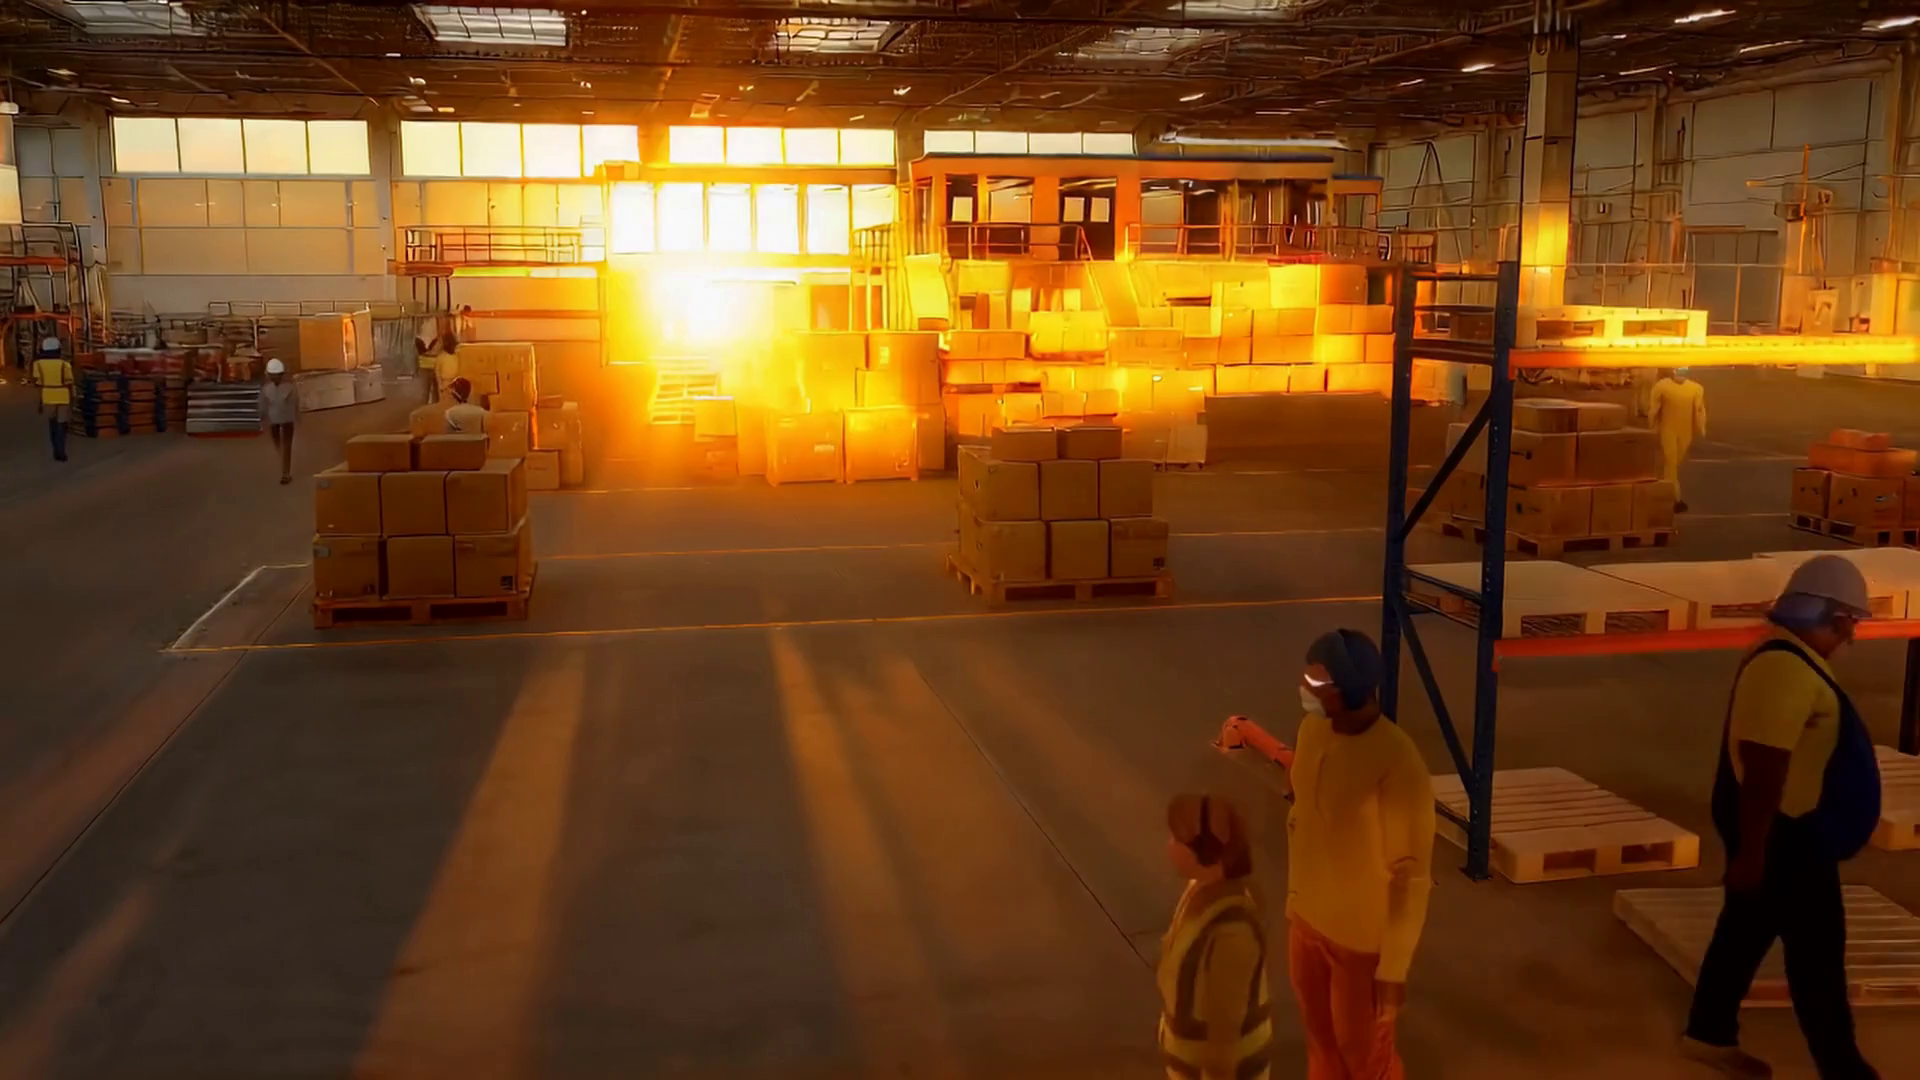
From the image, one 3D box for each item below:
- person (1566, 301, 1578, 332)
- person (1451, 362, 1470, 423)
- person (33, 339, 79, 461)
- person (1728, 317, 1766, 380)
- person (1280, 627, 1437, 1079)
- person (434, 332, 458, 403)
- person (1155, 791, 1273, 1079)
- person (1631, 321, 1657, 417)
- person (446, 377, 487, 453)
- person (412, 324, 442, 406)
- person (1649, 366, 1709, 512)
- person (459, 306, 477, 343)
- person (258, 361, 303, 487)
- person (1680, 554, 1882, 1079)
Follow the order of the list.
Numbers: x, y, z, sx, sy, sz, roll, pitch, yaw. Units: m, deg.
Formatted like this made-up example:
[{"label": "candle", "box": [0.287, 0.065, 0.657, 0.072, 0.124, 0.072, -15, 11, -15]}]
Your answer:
[{"label": "person", "box": [19.673, -6.777, 53.907, 0.610, 1.912, 0.957, -2, 10, -13]}, {"label": "person", "box": [8.048, -2.294, 26.700, 0.328, 1.865, 0.520, 0, 9, 1]}, {"label": "person", "box": [-14.079, -2.182, 25.917, 0.551, 1.914, 0.769, -2, 10, -13]}, {"label": "person", "box": [20.980, -5.065, 44.151, 0.990, 1.681, 0.499, 8, 12, 41]}, {"label": "person", "box": [1.186, 1.212, 5.110, 0.375, 1.936, 0.627, -3, 10, -19]}, {"label": "person", "box": [-8.424, -2.472, 27.562, 0.638, 1.927, 0.912, 0, 9, -2]}, {"label": "person", "box": [0.769, 1.472, 4.522, 0.670, 1.614, 0.521, -1, 9, -3]}, {"label": "person", "box": [13.879, -3.456, 33.627, 0.578, 1.908, 0.808, 8, 12, 41]}, {"label": "person", "box": [-5.176, -0.775, 17.442, 0.327, 1.865, 0.520, 6, 11, 34]}, {"label": "person", "box": [-10.770, -3.446, 33.719, 0.600, 1.875, 0.991, -1, 9, -8]}, {"label": "person", "box": [8.893, -1.302, 20.584, 0.649, 1.886, 1.016, 0, 9, -3]}, {"label": "person", "box": [-14.817, -6.120, 50.098, 0.506, 1.838, 0.351, 0, 9, 0]}, {"label": "person", "box": [-9.397, -1.610, 22.986, 0.549, 1.715, 0.925, -1, 9, -6]}, {"label": "person", "box": [3.086, 1.018, 5.973, 0.871, 2.000, 0.760, 4, 10, 25]}]
